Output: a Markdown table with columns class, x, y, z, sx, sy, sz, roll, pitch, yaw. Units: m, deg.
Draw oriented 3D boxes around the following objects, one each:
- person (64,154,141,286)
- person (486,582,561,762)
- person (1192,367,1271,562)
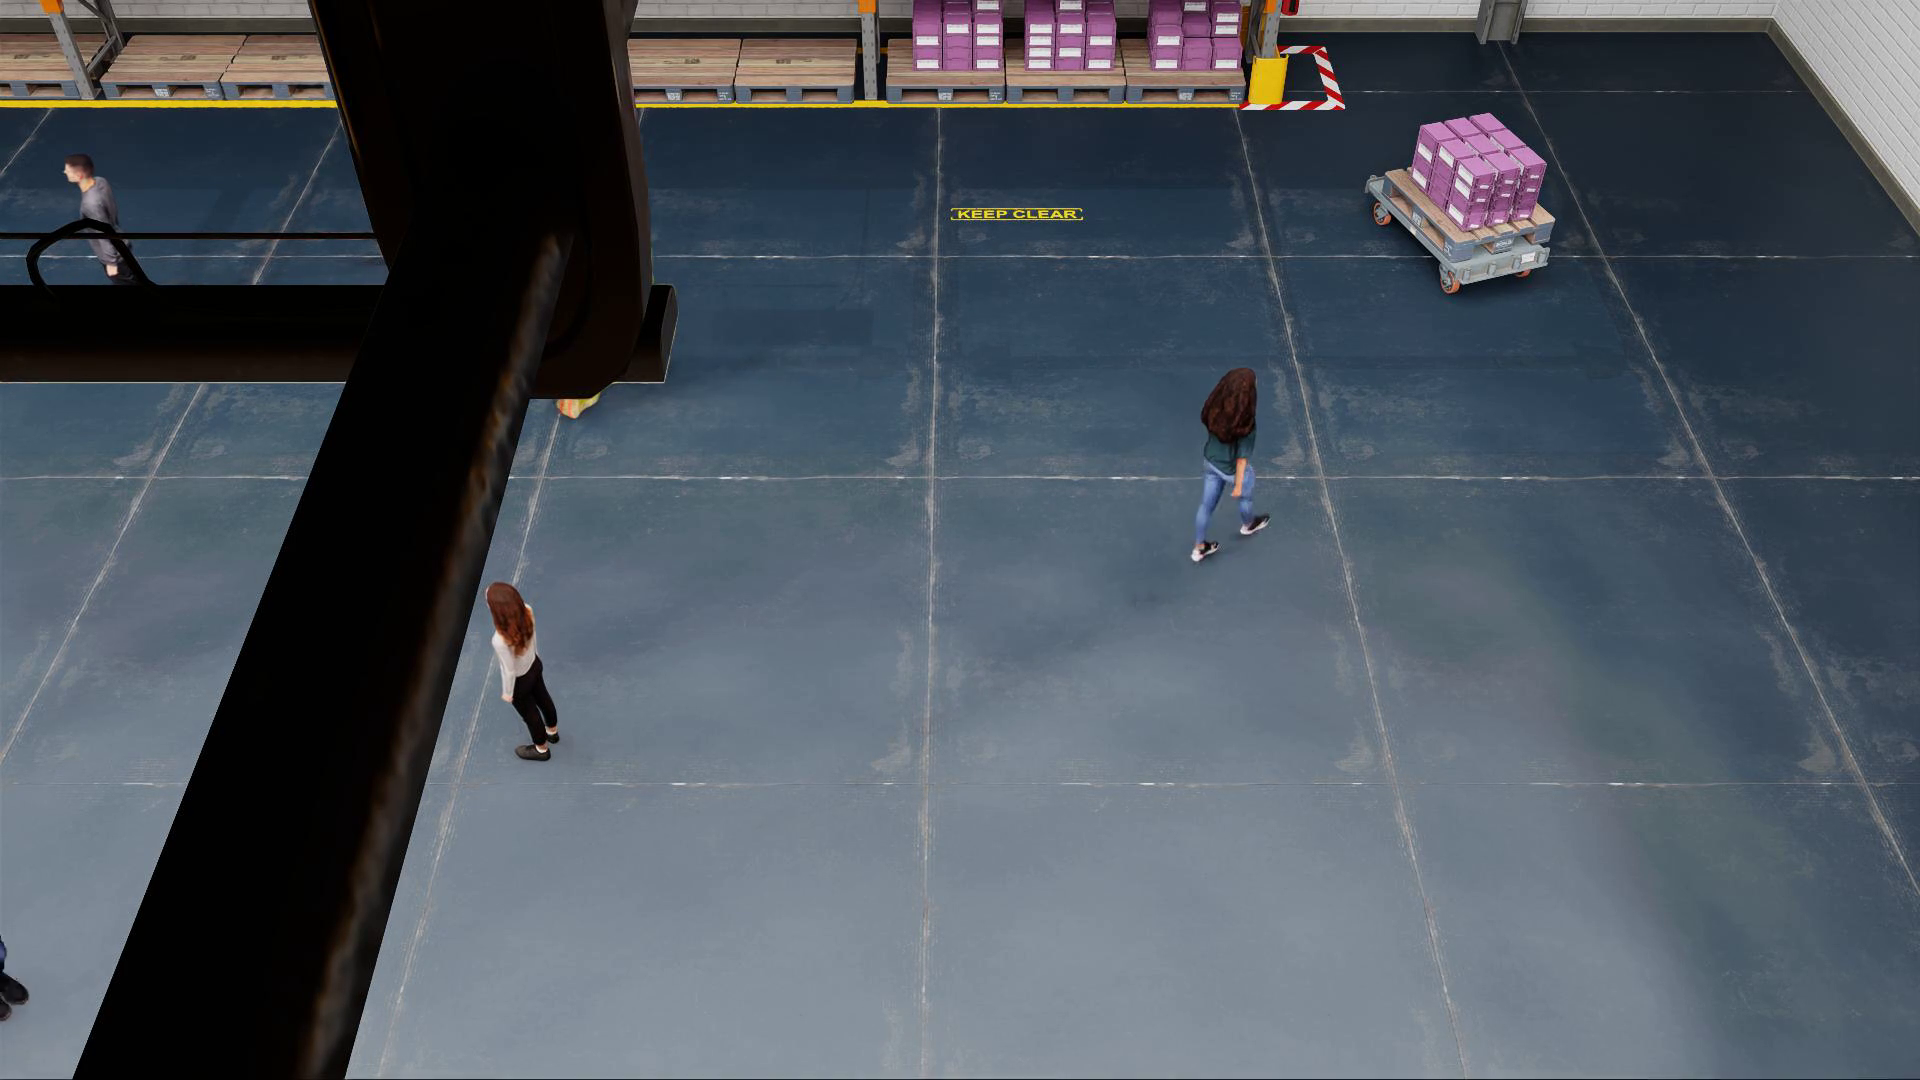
| class | x | y | z | sx | sy | sz | roll | pitch | yaw |
| --- | --- | --- | --- | --- | --- | --- | --- | --- | --- |
| person | -6.825 | -2.340 | 13.446 | 0.627 | 1.760 | 0.671 | -10 | 45 | -10 |
| person | -2.712 | 0.813 | 10.335 | 0.578 | 1.485 | 0.600 | 12 | 45 | 12 |
| person | 1.803 | -0.486 | 11.621 | 1.027 | 1.593 | 0.926 | -29 | 51 | -27 |
